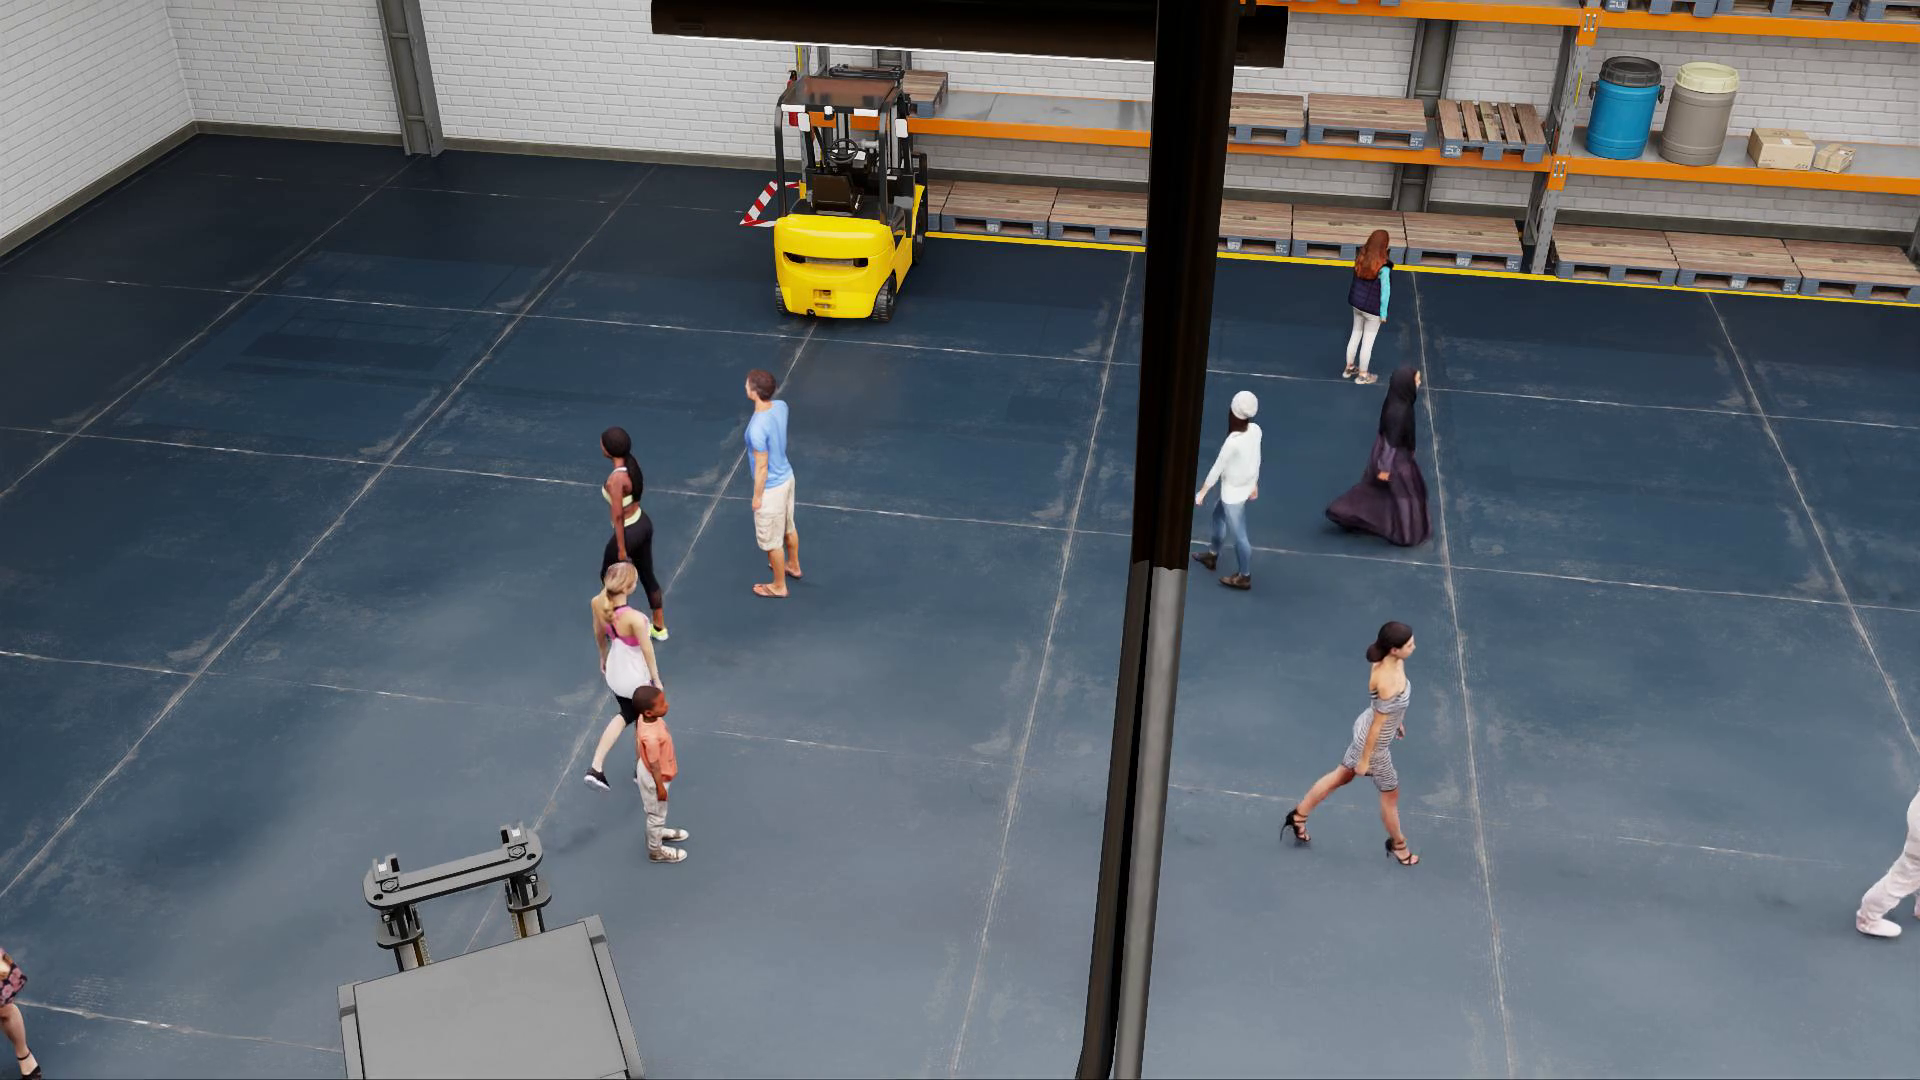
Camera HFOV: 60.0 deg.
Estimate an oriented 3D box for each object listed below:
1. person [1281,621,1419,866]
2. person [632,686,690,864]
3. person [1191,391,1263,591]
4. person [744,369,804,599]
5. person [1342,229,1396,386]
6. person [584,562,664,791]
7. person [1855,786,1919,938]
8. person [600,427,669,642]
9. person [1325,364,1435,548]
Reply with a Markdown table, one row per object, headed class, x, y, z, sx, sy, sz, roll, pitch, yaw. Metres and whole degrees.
| class | x | y | z | sx | sy | sz | roll | pitch | yaw |
| --- | --- | --- | --- | --- | --- | --- | --- | --- | --- |
| person | 2.384 | 1.233 | 10.034 | 1.083 | 1.774 | 0.651 | 7 | 34 | 11 |
| person | -1.875 | 1.414 | 10.182 | 0.554 | 1.310 | 0.532 | -5 | 34 | -8 |
| person | 2.157 | -0.340 | 12.534 | 0.923 | 1.627 | 0.801 | 19 | 38 | 26 |
| person | -1.404 | -0.432 | 12.460 | 0.601 | 1.862 | 0.684 | 11 | 35 | 16 |
| person | 3.780 | -2.175 | 15.410 | 0.742 | 1.499 | 0.688 | -18 | 38 | -25 |
| person | -2.152 | 0.932 | 10.496 | 0.919 | 1.764 | 0.882 | 20 | 38 | 27 |
| person | 5.515 | 1.624 | 9.546 | 0.839 | 1.663 | 0.644 | 6 | 34 | 10 |
| person | -2.276 | -0.004 | 11.930 | 0.788 | 1.736 | 0.643 | 10 | 35 | 15 |
| person | 3.319 | -0.678 | 13.070 | 1.069 | 1.597 | 0.606 | 6 | 34 | 8 |
